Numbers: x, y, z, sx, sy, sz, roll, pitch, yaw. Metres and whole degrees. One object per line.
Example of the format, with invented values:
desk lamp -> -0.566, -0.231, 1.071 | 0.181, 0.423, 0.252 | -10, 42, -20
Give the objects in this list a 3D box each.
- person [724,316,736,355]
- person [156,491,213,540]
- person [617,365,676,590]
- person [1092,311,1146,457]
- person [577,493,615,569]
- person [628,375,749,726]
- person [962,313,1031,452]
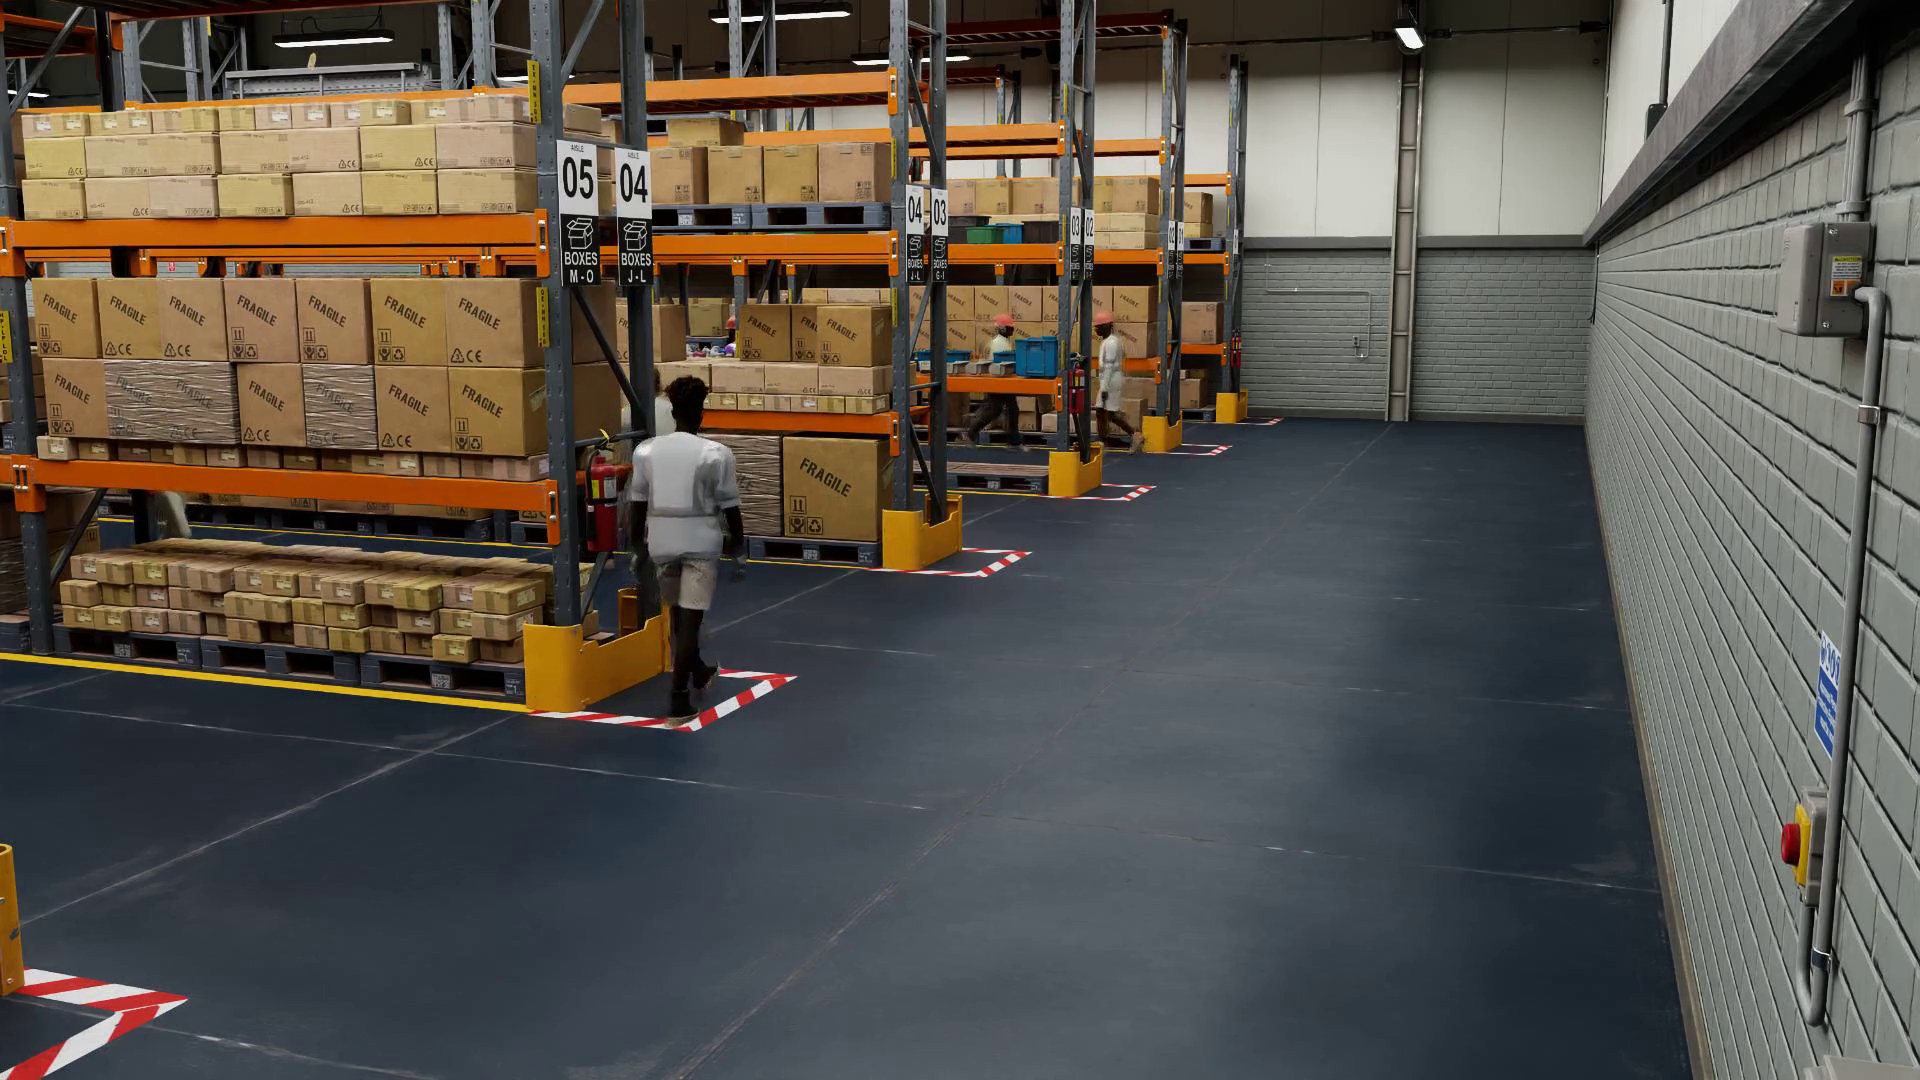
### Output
person -> -2.977, -2.003, 22.146 | 0.361, 1.935, 0.553 | 5, 10, 28
person -> -6.029, -0.429, 12.658 | 0.921, 1.834, 0.526 | 4, 10, 23
person -> -2.034, -0.269, 11.434 | 0.846, 1.913, 0.634 | 8, 12, 41
person -> 2.121, -2.109, 22.598 | 0.773, 2.007, 0.617 | -1, 9, -9
person -> -3.150, -0.723, 13.834 | 0.536, 2.000, 0.678 | 3, 9, 16
person -> -1.500, 0.027, 9.488 | 0.634, 1.924, 0.962 | 3, 9, 17
person -> 0.507, -2.202, 23.338 | 0.906, 1.967, 0.631 | 3, 9, 16
